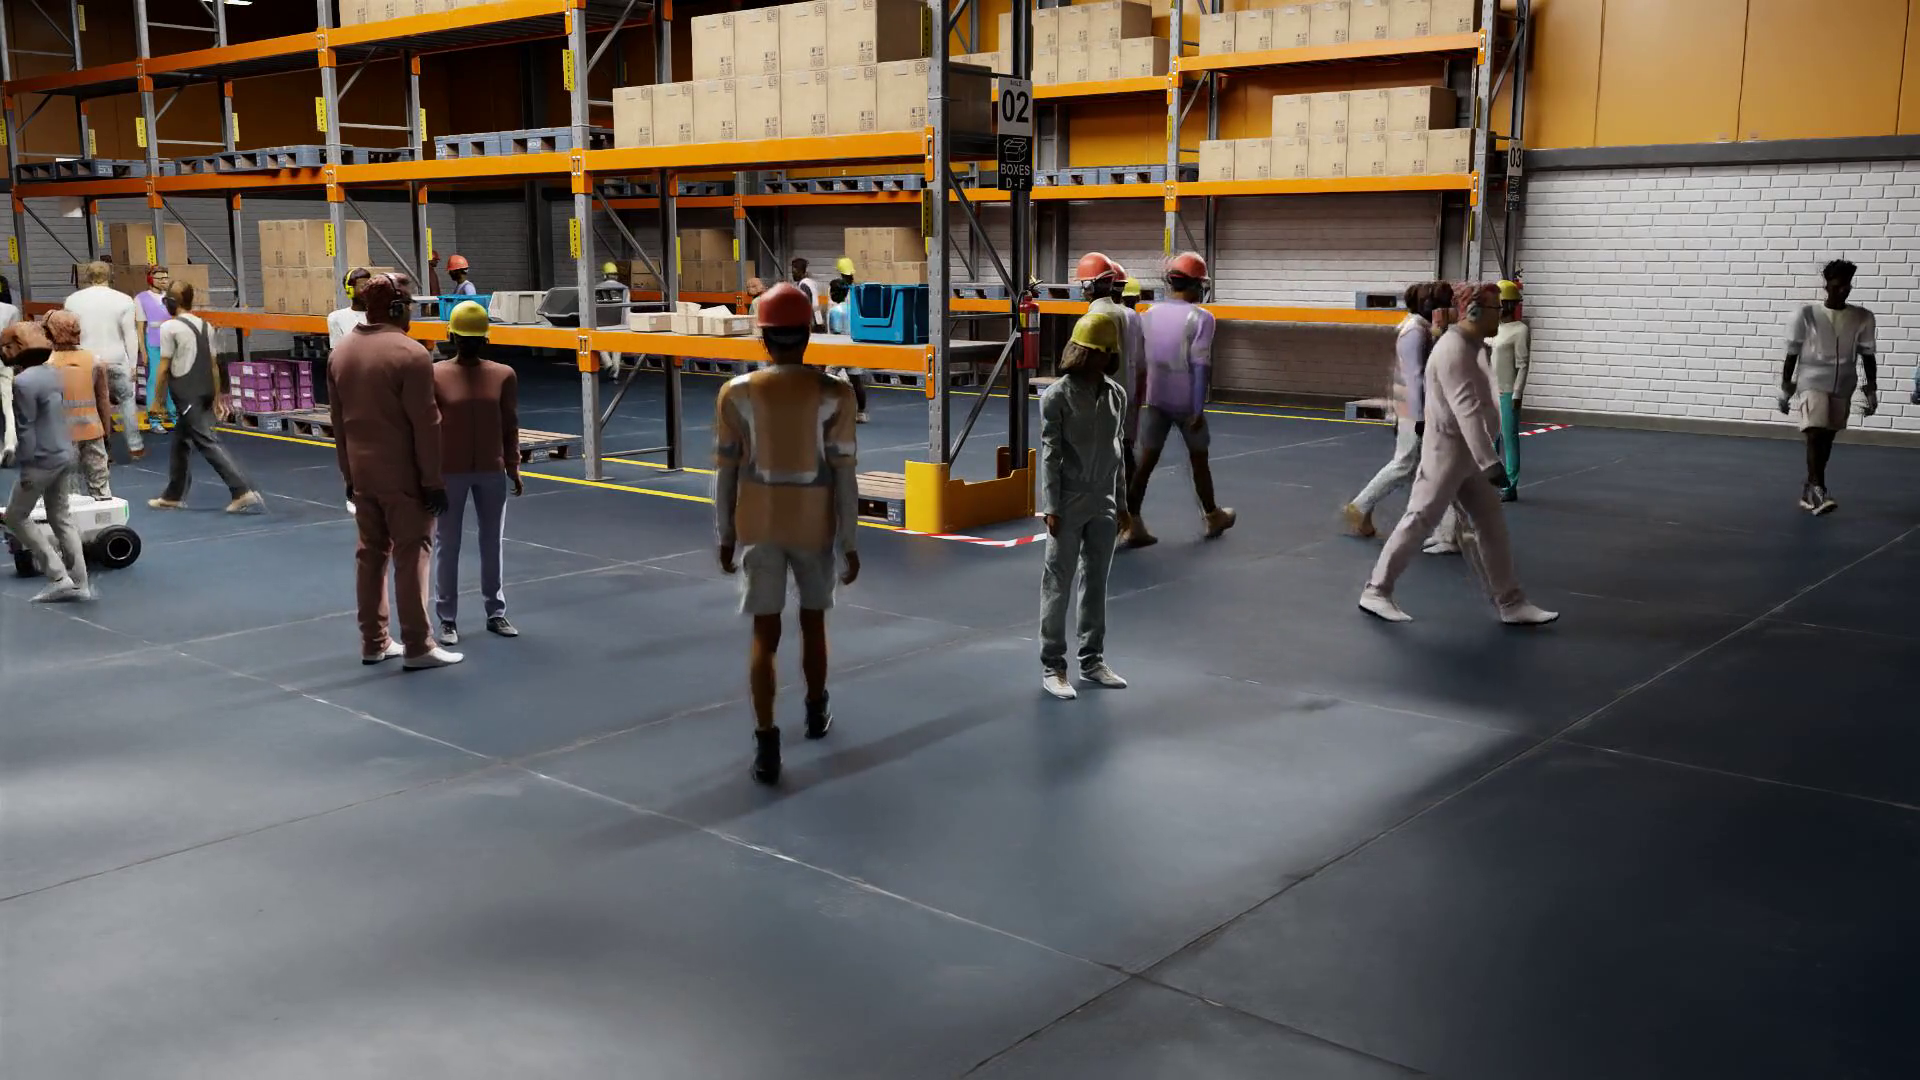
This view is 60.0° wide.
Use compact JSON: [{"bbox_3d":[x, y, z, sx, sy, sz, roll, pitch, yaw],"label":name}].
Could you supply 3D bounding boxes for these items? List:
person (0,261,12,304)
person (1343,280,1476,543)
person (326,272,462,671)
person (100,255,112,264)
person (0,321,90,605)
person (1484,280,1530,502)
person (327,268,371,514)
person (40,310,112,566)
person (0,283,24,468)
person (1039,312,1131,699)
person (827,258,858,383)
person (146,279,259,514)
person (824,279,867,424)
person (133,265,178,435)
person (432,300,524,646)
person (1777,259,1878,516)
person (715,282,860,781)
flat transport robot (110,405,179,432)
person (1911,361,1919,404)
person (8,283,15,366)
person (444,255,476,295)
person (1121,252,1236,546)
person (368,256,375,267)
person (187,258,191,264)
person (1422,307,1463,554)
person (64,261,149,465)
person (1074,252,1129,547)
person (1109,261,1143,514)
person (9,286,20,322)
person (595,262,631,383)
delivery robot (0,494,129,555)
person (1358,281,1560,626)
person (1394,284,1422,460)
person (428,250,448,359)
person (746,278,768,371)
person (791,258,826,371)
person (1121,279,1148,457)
[{"bbox_3d":[-14.011,-3.201,24.136,0.618,1.994,0.383,1,10,6],"label":"person"},{"bbox_3d":[3.131,-0.883,11.498,0.849,1.817,0.638,6,12,31],"label":"person"},{"bbox_3d":[-2.725,-0.325,8.029,0.678,1.906,0.401,6,12,30],"label":"person"},{"bbox_3d":[-14.183,-3.792,27.754,0.643,1.909,0.410,5,11,24],"label":"person"},{"bbox_3d":[-5.184,-0.421,9.379,0.398,1.610,0.537,-1,10,-8],"label":"person"},{"bbox_3d":[4.326,-1.190,13.333,0.305,1.771,0.525,-4,11,-24],"label":"person"},{"bbox_3d":[-4.565,-1.142,12.768,0.315,1.871,0.534,9,13,42],"label":"person"},{"bbox_3d":[-5.604,-0.630,10.510,0.310,1.638,0.523,6,12,31],"label":"person"},{"bbox_3d":[-8.942,-1.585,15.411,0.538,1.845,0.852,-6,11,-29],"label":"person"},{"bbox_3d":[0.584,-0.159,7.548,0.485,1.738,0.307,-7,12,-36],"label":"person"},{"bbox_3d":[-1.578,-2.892,22.747,0.687,1.881,0.650,6,11,30],"label":"person"},{"bbox_3d":[-5.807,-1.085,12.673,0.982,1.799,0.500,2,10,9],"label":"person"},{"bbox_3d":[-1.415,-2.167,19.190,0.777,1.669,0.552,5,11,28],"label":"person"},{"bbox_3d":[-8.735,-2.073,18.168,0.377,1.839,0.563,4,11,24],"label":"person"},{"bbox_3d":[-2.504,-0.345,8.552,0.523,1.759,0.336,-6,12,-32],"label":"person"},{"bbox_3d":[6.607,-1.137,12.563,0.636,1.923,0.941,1,10,6],"label":"person"},{"bbox_3d":[-0.681,-0.060,6.567,0.564,1.892,0.904,0,10,-2],"label":"person"},{"bbox_3d":[-9.371,-1.382,18.677,1.431,0.197,0.652,8,13,38],"label":"flat transport robot"},{"bbox_3d":[8.393,-1.234,14.061,0.513,1.603,0.828,1,10,3],"label":"person"},{"bbox_3d":[-14.288,-3.266,24.811,0.765,1.900,0.603,0,10,1],"label":"person"},{"bbox_3d":[-6.311,-2.640,21.127,0.375,1.931,0.542,-6,12,-30],"label":"person"},{"bbox_3d":[1.499,-0.958,11.391,0.615,1.989,1.064,9,13,42],"label":"person"},{"bbox_3d":[-7.141,-2.448,20.029,0.376,1.933,0.627,10,14,44],"label":"person"},{"bbox_3d":[-13.344,-3.946,28.734,0.324,1.871,0.526,-1,10,-6],"label":"person"},{"bbox_3d":[3.223,-0.723,11.041,0.311,1.638,0.523,2,10,9],"label":"person"},{"bbox_3d":[-7.995,-1.656,15.612,0.634,1.895,0.854,-2,10,-12],"label":"person"},{"bbox_3d":[0.921,-0.898,11.037,0.392,1.991,0.613,5,11,24],"label":"person"},{"bbox_3d":[1.092,-1.061,12.151,0.382,1.929,0.544,8,13,39],"label":"person"},{"bbox_3d":[-14.278,-3.215,24.814,0.632,1.793,0.783,0,10,3],"label":"person"},{"bbox_3d":[-5.224,-3.243,24.870,0.624,1.819,0.424,-6,12,-31],"label":"person"},{"bbox_3d":[-5.637,-0.125,10.452,0.477,0.478,0.707,9,14,43],"label":"delivery robot"},{"bbox_3d":[2.656,-0.444,8.874,1.026,1.853,0.639,6,12,31],"label":"person"},{"bbox_3d":[4.202,-1.521,15.420,0.318,1.698,0.533,0,10,1],"label":"person"},{"bbox_3d":[-9.691,-4.317,30.509,0.392,1.989,0.610,-7,12,-36],"label":"person"},{"bbox_3d":[-2.731,-2.721,22.463,0.294,1.623,0.495,0,10,0],"label":"person"},{"bbox_3d":[-2.074,-3.044,23.535,0.598,1.892,0.618,-1,10,-6],"label":"person"},{"bbox_3d":[1.605,-1.599,15.765,0.550,1.718,0.882,1,10,4],"label":"person"}]
